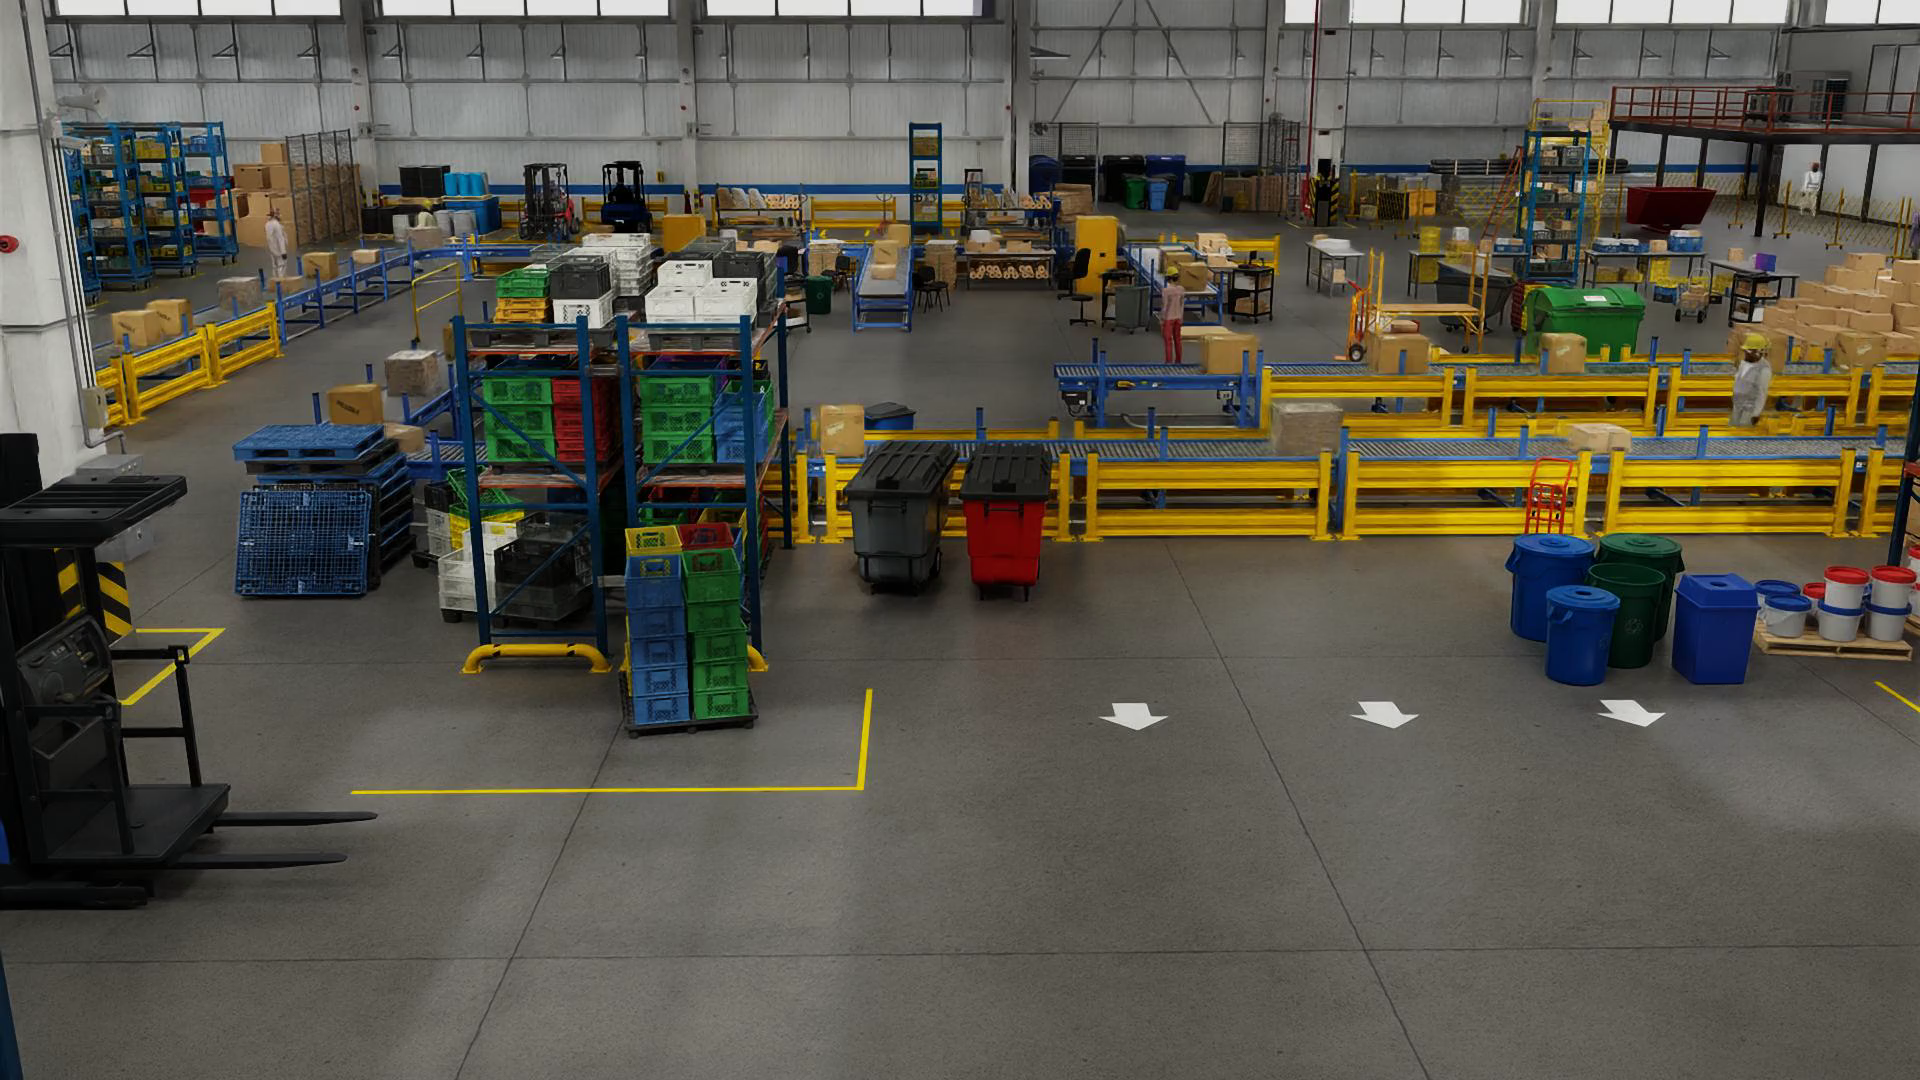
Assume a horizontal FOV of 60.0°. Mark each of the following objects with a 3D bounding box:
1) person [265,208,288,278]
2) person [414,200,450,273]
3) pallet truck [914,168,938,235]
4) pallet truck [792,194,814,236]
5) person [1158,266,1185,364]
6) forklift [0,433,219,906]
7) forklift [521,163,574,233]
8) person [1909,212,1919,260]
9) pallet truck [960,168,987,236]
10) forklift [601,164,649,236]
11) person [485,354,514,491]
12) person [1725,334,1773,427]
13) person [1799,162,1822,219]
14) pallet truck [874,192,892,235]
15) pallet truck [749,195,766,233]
[{"bbox_3d":[-15.305,-6.497,37.395,0.409,1.907,0.651,-15,22,-43],"label":"person"},{"bbox_3d":[-13.148,-7.489,41.051,0.593,1.790,0.923,11,19,33],"label":"person"},{"bbox_3d":[-0.989,-10.316,50.507,0.823,1.965,1.885,1,16,3],"label":"pallet truck"},{"bbox_3d":[-4.814,-9.883,50.259,0.704,1.261,1.522,-1,16,-3],"label":"pallet truck"},{"bbox_3d":[3.541,-3.706,27.941,0.534,1.767,0.317,-13,20,-37],"label":"person"},{"bbox_3d":[-5.952,0.780,10.366,1.873,2.768,1.129,0,16,-1],"label":"forklift"},{"bbox_3d":[-12.233,-10.122,49.298,1.157,1.987,2.680,0,16,-1],"label":"forklift"},{"bbox_3d":[22.842,-7.125,39.422,0.641,1.988,1.035,5,17,17],"label":"person"},{"bbox_3d":[0.383,-10.230,50.206,0.823,1.965,1.885,-1,16,-3],"label":"pallet truck"},{"bbox_3d":[-9.948,-10.127,49.296,1.157,1.987,2.680,-1,16,-3],"label":"forklift"},{"bbox_3d":[-5.568,-1.446,20.203,0.319,1.698,0.538,2,16,6],"label":"person"},{"bbox_3d":[9.845,-1.670,20.767,0.431,1.818,0.618,-1,16,-3],"label":"person"},{"bbox_3d":[28.356,-11.645,55.404,0.582,1.842,0.976,0,16,0],"label":"person"},{"bbox_3d":[-2.277,-9.986,50.594,0.653,1.274,1.630,0,16,-1],"label":"pallet truck"},{"bbox_3d":[-6.051,-9.967,50.660,0.680,1.201,1.601,0,16,-1],"label":"pallet truck"}]
